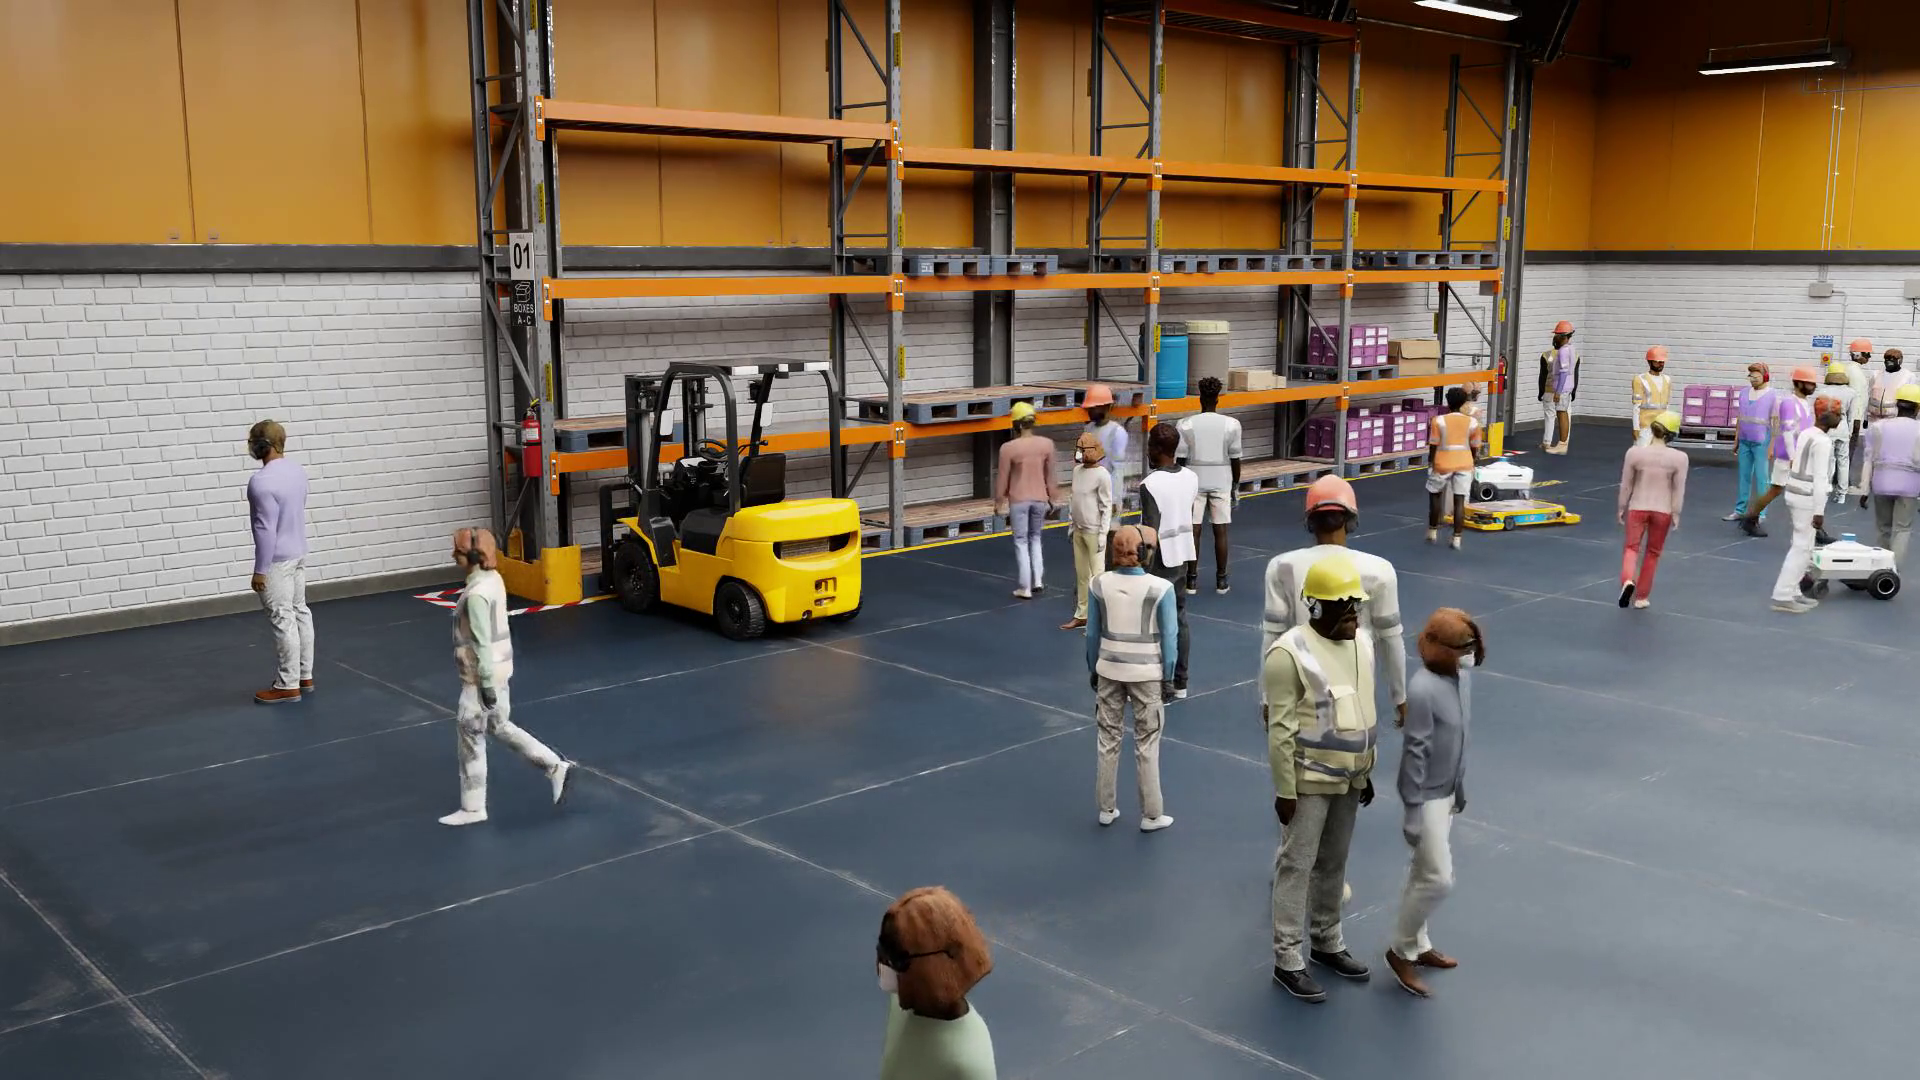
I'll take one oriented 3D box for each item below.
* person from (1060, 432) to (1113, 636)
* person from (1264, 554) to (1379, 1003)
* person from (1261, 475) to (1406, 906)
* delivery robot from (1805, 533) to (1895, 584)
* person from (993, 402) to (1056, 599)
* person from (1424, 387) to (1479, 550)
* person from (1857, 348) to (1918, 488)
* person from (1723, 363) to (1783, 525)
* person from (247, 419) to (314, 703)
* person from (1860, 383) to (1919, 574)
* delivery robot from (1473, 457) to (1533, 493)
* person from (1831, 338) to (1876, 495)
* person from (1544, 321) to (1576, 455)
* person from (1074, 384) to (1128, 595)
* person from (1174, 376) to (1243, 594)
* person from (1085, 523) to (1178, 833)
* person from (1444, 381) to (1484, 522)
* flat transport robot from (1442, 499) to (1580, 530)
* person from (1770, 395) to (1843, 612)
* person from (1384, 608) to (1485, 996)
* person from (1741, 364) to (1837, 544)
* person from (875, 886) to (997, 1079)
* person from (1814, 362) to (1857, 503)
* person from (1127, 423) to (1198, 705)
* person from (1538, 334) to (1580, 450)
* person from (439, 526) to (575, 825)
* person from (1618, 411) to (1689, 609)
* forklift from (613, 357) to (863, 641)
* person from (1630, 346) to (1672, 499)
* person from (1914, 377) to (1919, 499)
[{"bbox_3d":[1.029,-0.052,13.375,0.281,1.634,0.498,-6,11,-31],"label":"person"},{"bbox_3d":[1.509,0.961,6.860,0.586,1.833,0.404,-8,13,-39],"label":"person"},{"bbox_3d":[1.780,0.700,7.858,0.668,2.001,0.798,5,11,26],"label":"person"},{"bbox_3d":[7.927,0.185,14.864,0.707,0.478,0.477,0,10,1],"label":"delivery robot"},{"bbox_3d":[0.554,-0.354,14.755,0.555,1.751,0.437,-4,11,-23],"label":"person"},{"bbox_3d":[5.131,-0.762,17.400,0.545,1.669,0.695,0,10,2],"label":"person"},{"bbox_3d":[12.041,-1.561,21.603,0.430,1.845,0.619,-8,12,-39],"label":"person"},{"bbox_3d":[9.029,-1.091,18.859,0.390,1.838,0.563,-4,11,-23],"label":"person"},{"bbox_3d":[-4.653,0.141,11.353,0.372,1.940,0.632,0,10,1],"label":"person"},{"bbox_3d":[8.445,-0.463,15.011,0.586,1.903,0.733,8,12,37],"label":"person"},{"bbox_3d":[6.687,-0.787,20.541,0.707,0.478,0.477,0,10,2],"label":"delivery robot"},{"bbox_3d":[11.416,-1.580,21.267,0.388,1.990,0.624,3,10,17],"label":"person"},{"bbox_3d":[9.218,-2.330,25.511,0.375,2.044,0.604,5,11,28],"label":"person"},{"bbox_3d":[1.220,-0.411,14.664,0.496,1.920,0.544,-8,12,-38],"label":"person"},{"bbox_3d":[2.209,-0.486,14.952,0.649,1.961,0.375,1,10,3],"label":"person"},{"bbox_3d":[0.901,0.729,8.793,0.515,1.636,0.315,5,11,29],"label":"person"},{"bbox_3d":[5.714,-0.979,18.817,0.324,1.626,0.509,-3,10,-19],"label":"person"},{"bbox_3d":[6.229,-0.296,18.783,1.431,0.197,0.652,-5,11,-25],"label":"flat transport robot"},{"bbox_3d":[7.231,-0.311,14.238,0.489,1.861,0.581,3,10,15],"label":"person"},{"bbox_3d":[1.955,1.071,6.841,0.346,1.614,0.590,7,12,36],"label":"person"},{"bbox_3d":[8.884,-0.926,17.736,0.555,1.902,0.946,-6,11,-32],"label":"person"},{"bbox_3d":[-0.068,1.579,3.829,0.291,1.633,0.502,-4,10,-20],"label":"person"},{"bbox_3d":[10.724,-1.312,20.459,0.487,1.733,0.326,0,10,0],"label":"person"},{"bbox_3d":[1.389,0.165,11.273,0.392,1.920,0.591,7,12,37],"label":"person"},{"bbox_3d":[9.368,-2.328,26.096,0.625,1.844,0.429,0,10,-1],"label":"person"},{"bbox_3d":[-2.451,0.720,8.875,0.636,1.622,0.509,0,10,-2],"label":"person"},{"bbox_3d":[5.870,-0.230,14.130,0.527,1.734,0.604,5,11,27],"label":"person"},{"bbox_3d":[-1.847,-0.414,13.852,1.214,2.155,2.313,-9,13,-42],"label":"forklift"},{"bbox_3d":[8.540,-1.425,20.526,0.545,1.938,0.361,-4,10,-20],"label":"person"},{"bbox_3d":[12.110,-1.436,20.785,0.521,1.871,0.325,0,10,-2],"label":"person"}]
